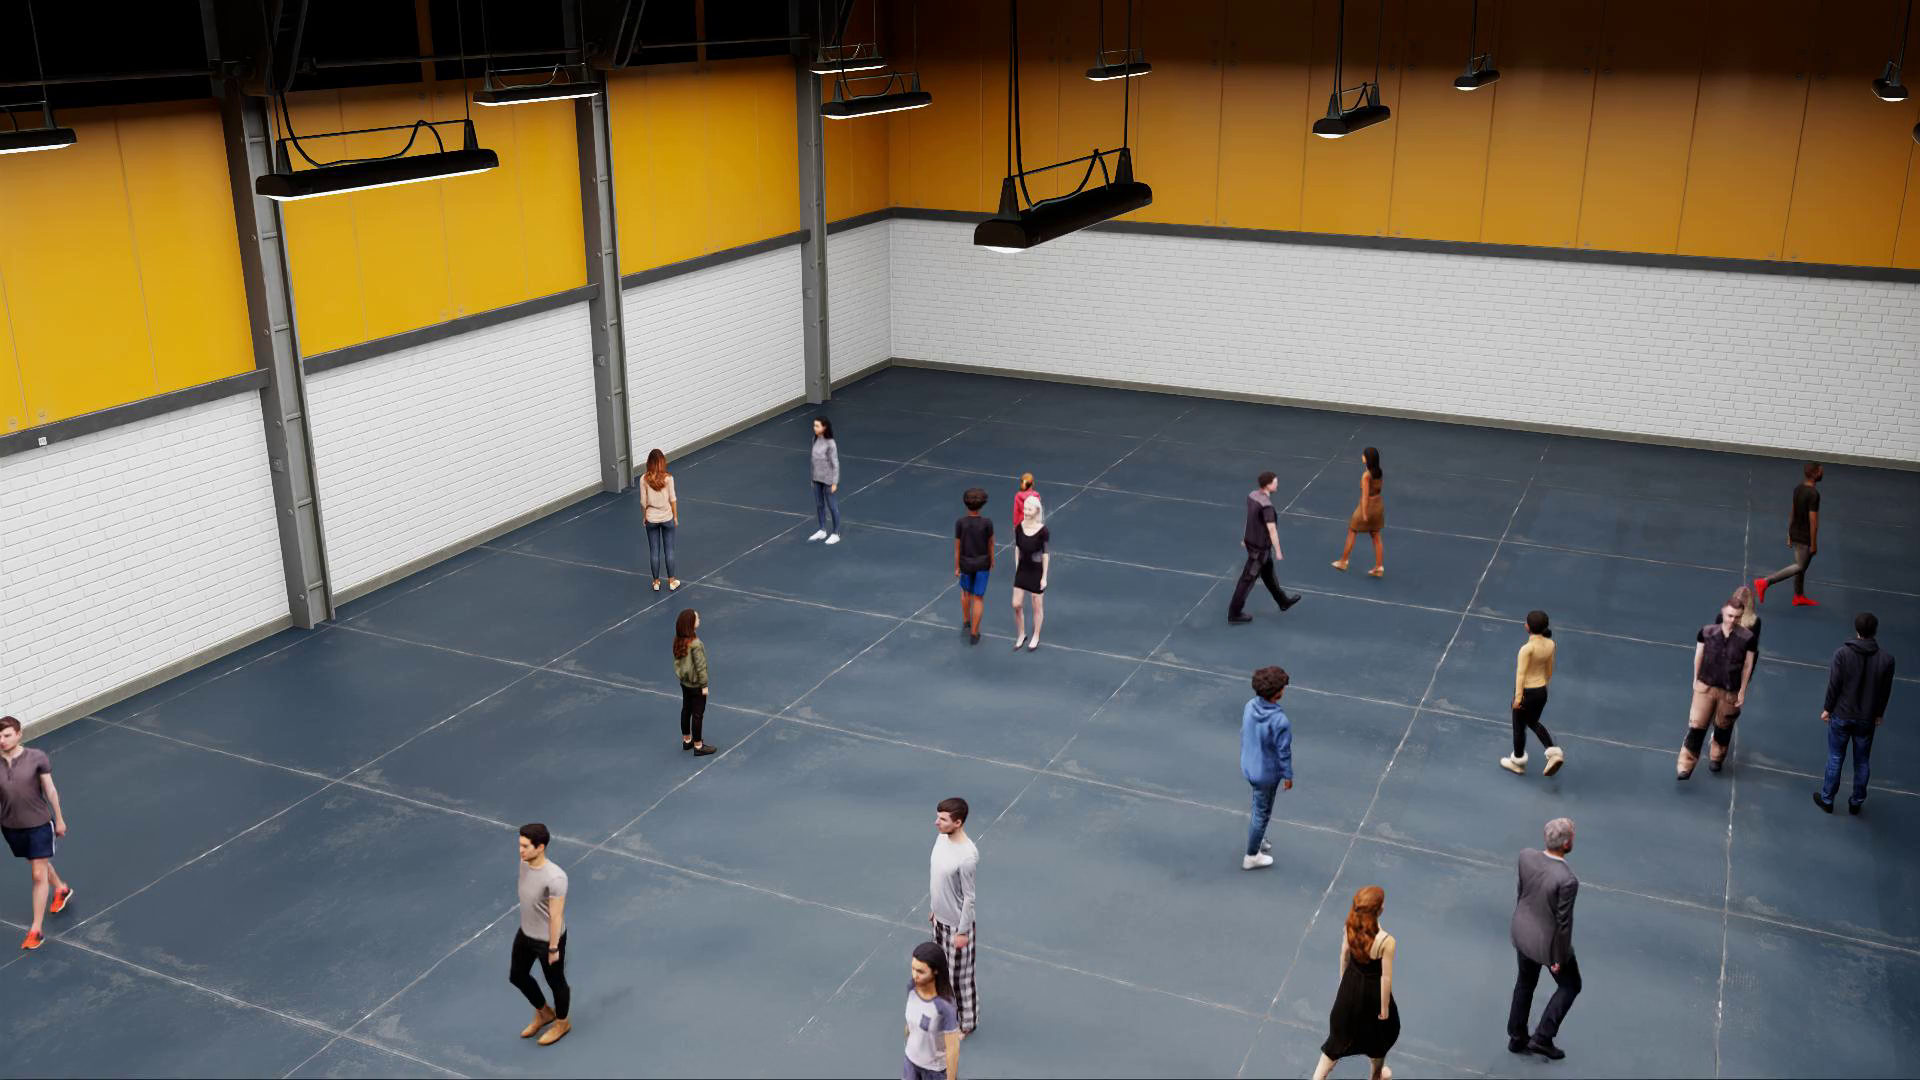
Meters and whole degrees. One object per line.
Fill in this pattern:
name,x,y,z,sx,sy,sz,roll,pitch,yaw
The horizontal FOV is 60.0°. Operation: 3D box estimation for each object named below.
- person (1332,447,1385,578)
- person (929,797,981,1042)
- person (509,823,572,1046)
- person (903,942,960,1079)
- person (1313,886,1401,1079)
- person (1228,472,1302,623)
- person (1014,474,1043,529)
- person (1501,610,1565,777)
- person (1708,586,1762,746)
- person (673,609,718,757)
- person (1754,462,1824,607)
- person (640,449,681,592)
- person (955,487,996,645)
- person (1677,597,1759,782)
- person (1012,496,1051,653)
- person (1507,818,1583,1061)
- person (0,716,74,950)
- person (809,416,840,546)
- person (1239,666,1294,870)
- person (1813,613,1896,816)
person,5.196,-0.319,20.803,0.793,1.658,0.893,17,25,40
person,-0.042,2.645,11.706,0.726,1.847,0.703,-10,21,-27
person,-2.864,2.724,11.679,0.683,1.715,0.672,16,24,39
person,-0.127,3.217,10.211,0.985,1.718,0.796,-16,25,-40
person,2.602,3.032,10.955,1.131,1.592,0.857,-16,24,-39
person,3.381,0.112,19.303,1.194,1.800,1.236,-3,19,-9
person,0.850,-0.174,20.926,0.575,1.306,0.576,4,19,10
person,5.395,1.470,15.515,0.916,1.643,0.936,-9,21,-26
person,7.431,1.278,16.039,0.703,1.671,0.798,4,19,12
person,-2.590,1.363,16.096,0.641,1.475,0.650,-15,24,-38
person,9.924,-0.035,19.759,0.934,1.787,1.074,2,19,5
person,-3.682,-0.251,20.392,0.664,1.791,0.666,-1,19,-2
person,0.163,0.318,18.740,0.744,1.768,0.966,2,19,7
person,7.153,1.367,15.582,0.727,1.796,1.107,11,21,29
person,0.842,0.366,18.522,0.579,1.816,0.620,8,20,23
person,3.953,2.752,11.422,0.861,1.826,0.838,-10,21,-28
person,-7.287,2.214,13.062,1.091,1.799,1.278,-3,19,-8
person,-1.793,-0.814,22.158,0.680,1.731,0.630,17,25,40
person,2.472,1.923,13.929,0.838,1.796,0.801,-9,21,-26
person,7.994,1.557,14.869,0.714,1.890,0.643,4,19,12
